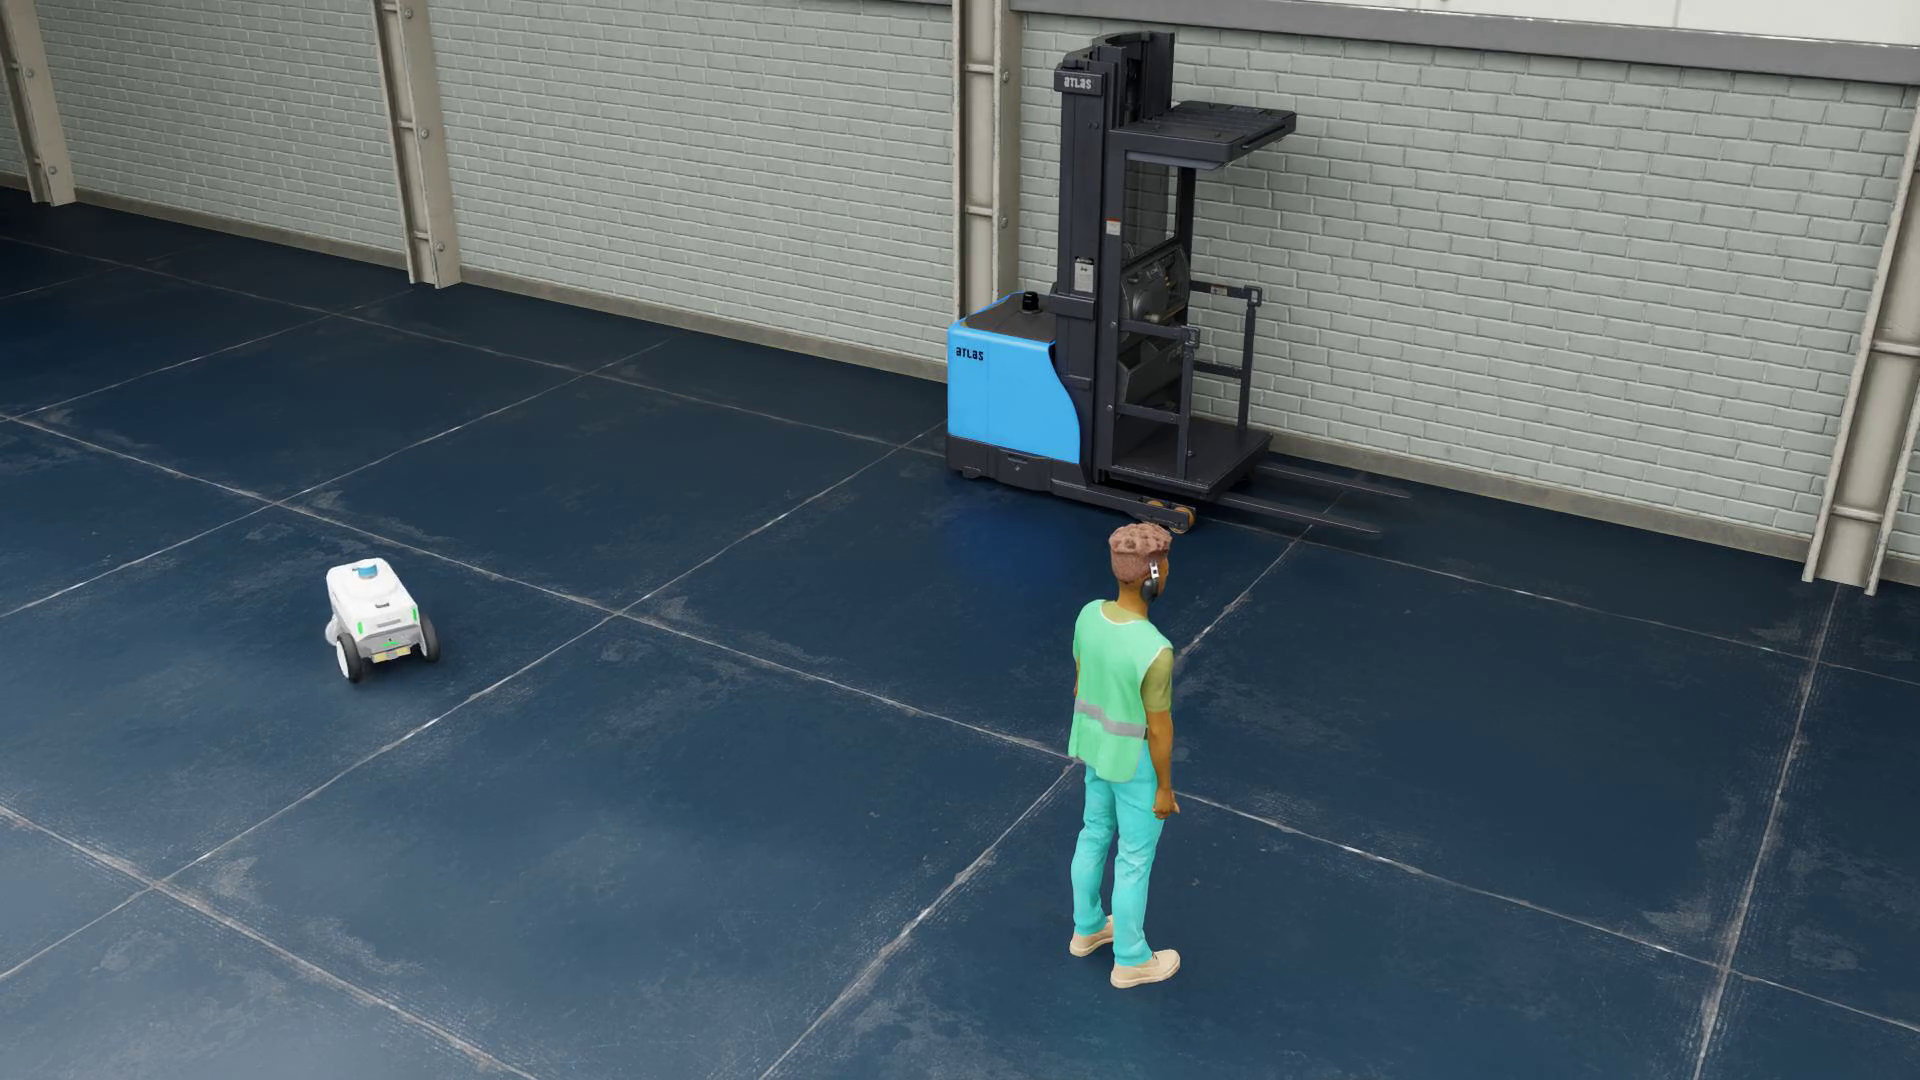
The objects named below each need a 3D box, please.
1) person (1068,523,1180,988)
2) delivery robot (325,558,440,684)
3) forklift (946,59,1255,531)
[{"bbox_3d":[0.636,0.850,6.462,0.393,1.978,0.488,-17,30,-32],"label":"person"},{"bbox_3d":[-3.197,0.406,9.066,0.524,0.596,0.767,-15,29,-28],"label":"delivery robot"},{"bbox_3d":[0.933,-1.707,10.833,1.873,2.768,1.129,15,29,28],"label":"forklift"}]
